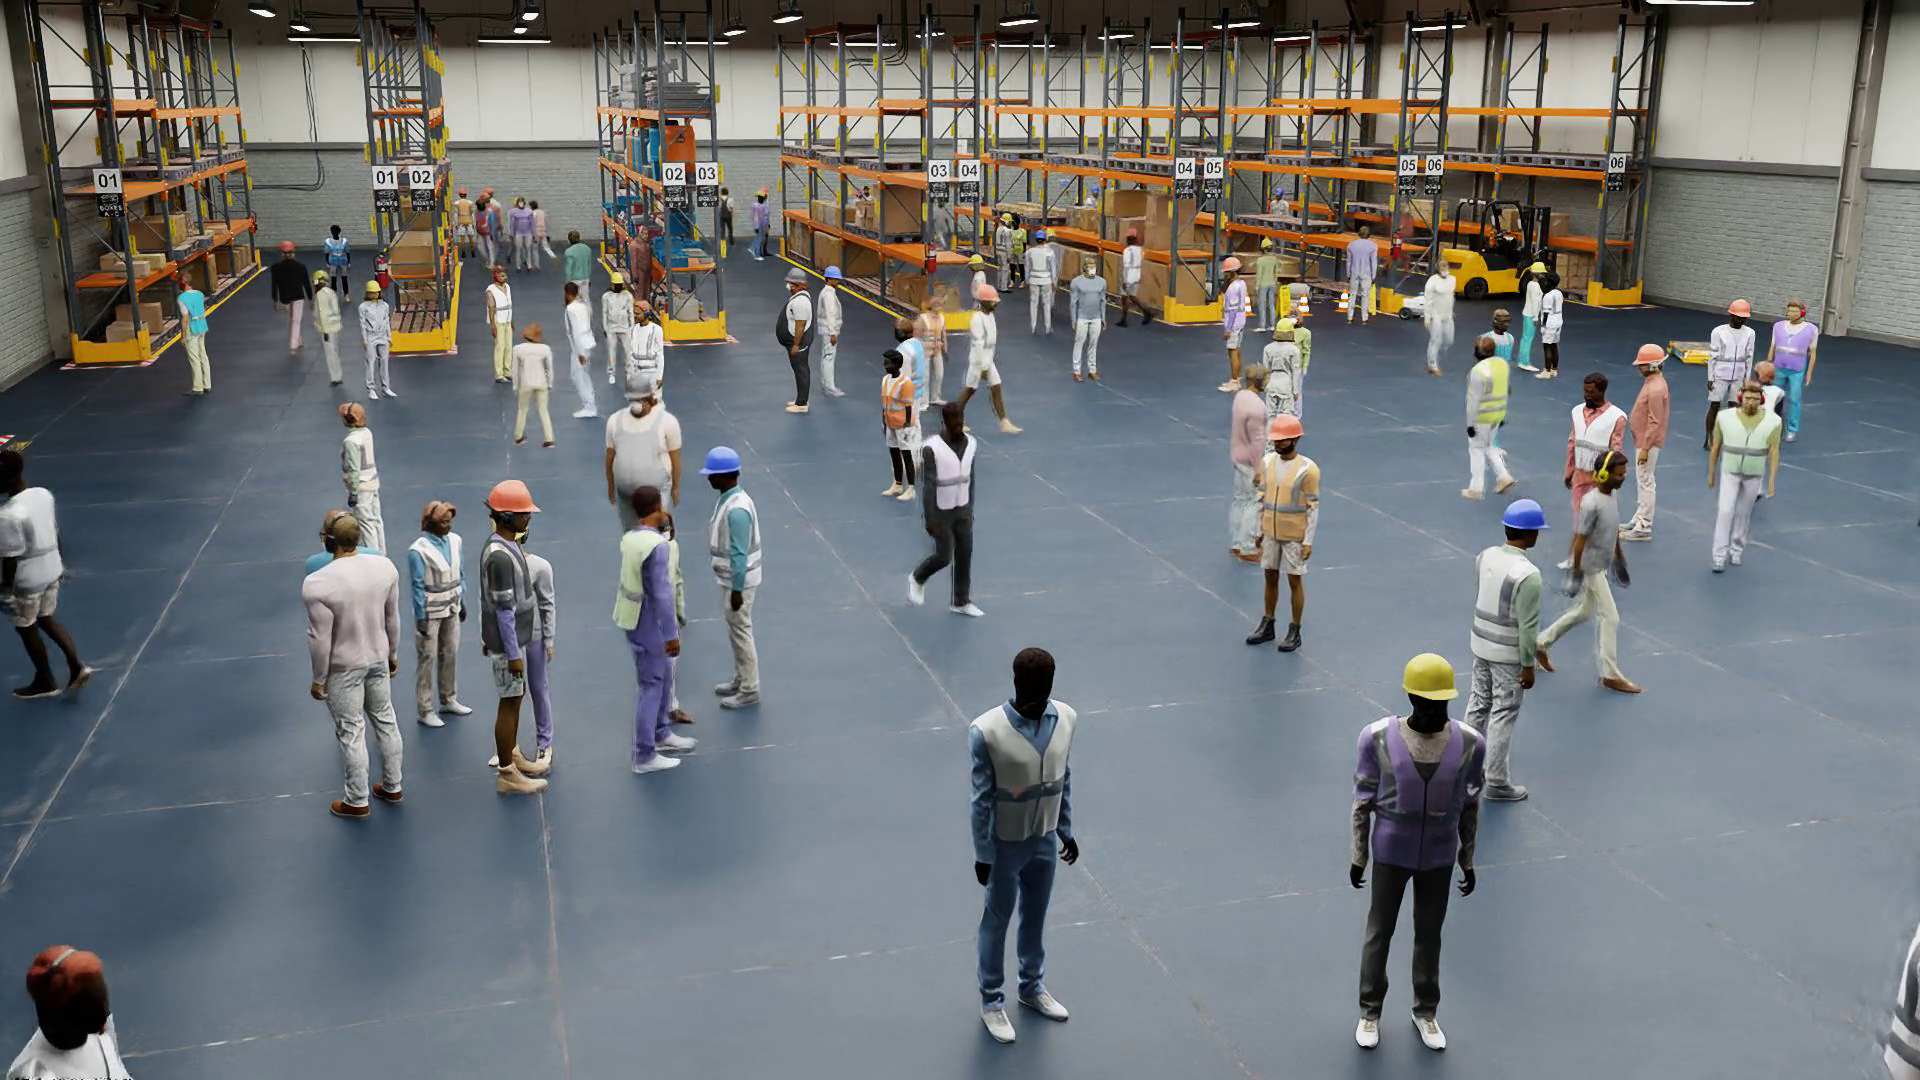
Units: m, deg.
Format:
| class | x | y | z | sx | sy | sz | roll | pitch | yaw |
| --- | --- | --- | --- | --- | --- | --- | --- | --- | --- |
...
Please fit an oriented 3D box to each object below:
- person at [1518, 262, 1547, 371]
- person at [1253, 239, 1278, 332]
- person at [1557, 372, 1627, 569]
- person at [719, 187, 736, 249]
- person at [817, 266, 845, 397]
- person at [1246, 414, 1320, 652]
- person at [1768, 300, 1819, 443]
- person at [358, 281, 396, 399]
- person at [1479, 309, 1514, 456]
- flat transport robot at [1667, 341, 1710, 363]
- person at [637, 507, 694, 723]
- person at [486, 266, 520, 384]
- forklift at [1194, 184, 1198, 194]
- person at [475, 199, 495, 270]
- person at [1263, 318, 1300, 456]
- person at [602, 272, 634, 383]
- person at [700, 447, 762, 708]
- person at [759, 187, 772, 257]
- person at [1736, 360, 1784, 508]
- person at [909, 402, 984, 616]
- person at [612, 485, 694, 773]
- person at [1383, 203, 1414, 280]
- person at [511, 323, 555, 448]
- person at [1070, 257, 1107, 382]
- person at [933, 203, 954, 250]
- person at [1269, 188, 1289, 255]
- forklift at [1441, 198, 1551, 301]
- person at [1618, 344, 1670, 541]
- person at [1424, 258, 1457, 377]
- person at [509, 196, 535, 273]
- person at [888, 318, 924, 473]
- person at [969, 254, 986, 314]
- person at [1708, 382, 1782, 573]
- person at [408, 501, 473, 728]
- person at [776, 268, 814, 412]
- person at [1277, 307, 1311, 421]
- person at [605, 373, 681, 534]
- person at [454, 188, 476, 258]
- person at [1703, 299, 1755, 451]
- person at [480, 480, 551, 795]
| class | x | y | z | sx | sy | sz | roll | pitch | yaw |
| --- | --- | --- | --- | --- | --- | --- | --- | --- | --- |
| person | 9.382 | -3.660 | 27.236 | 0.322 | 1.769 | 0.523 | 2 | 15 | 8 |
| person | 5.819 | -4.847 | 31.703 | 0.533 | 1.767 | 0.326 | -9 | 17 | -31 |
| person | 5.914 | -0.624 | 15.546 | 0.399 | 1.909 | 0.598 | -8 | 17 | -27 |
| person | -6.898 | -9.505 | 49.153 | 0.510 | 1.803 | 0.877 | 1 | 15 | 3 |
| person | -1.930 | -3.116 | 24.851 | 0.402 | 1.943 | 0.605 | -2 | 15 | -9 |
| person | 2.597 | -0.060 | 13.359 | 0.547 | 1.937 | 0.379 | 14 | 21 | 43 |
| person | 10.774 | -2.197 | 21.579 | 0.372 | 1.843 | 0.570 | -13 | 20 | -41 |
| person | -8.659 | -2.977 | 24.710 | 0.295 | 1.744 | 0.485 | 12 | 19 | 38 |
| person | 6.630 | -1.938 | 20.607 | 0.508 | 1.846 | 0.345 | -7 | 17 | -26 |
| flat transport robot | 12.595 | -3.220 | 28.445 | 0.652 | 0.197 | 1.431 | 3 | 15 | 11 |
| person | -2.110 | 0.553 | 11.655 | 0.294 | 1.624 | 0.503 | 9 | 17 | 30 |
| person | -7.178 | -3.364 | 26.006 | 0.411 | 1.830 | 0.574 | 4 | 15 | 15 |
| forklift | 7.392 | -11.333 | 53.972 | 1.873 | 2.768 | 1.129 | -4 | 15 | -15 |
| person | -12.336 | -7.952 | 43.274 | 0.648 | 1.822 | 0.441 | 6 | 16 | 21 |
| person | 3.965 | -1.865 | 20.524 | 0.487 | 1.744 | 0.312 | 11 | 19 | 36 |
| person | -5.330 | -3.309 | 25.982 | 0.496 | 1.736 | 0.326 | -3 | 15 | -12 |
| person | -1.656 | 0.267 | 12.139 | 0.422 | 1.935 | 0.621 | -4 | 15 | -15 |
| person | -5.519 | -8.937 | 46.792 | 0.392 | 1.929 | 0.545 | 10 | 18 | 33 |
| person | 8.603 | -1.118 | 17.940 | 0.533 | 1.624 | 0.419 | -2 | 15 | -7 |
| person | -0.130 | -0.276 | 14.265 | 0.642 | 1.891 | 0.605 | -14 | 20 | -42 |
| person | -2.050 | 0.579 | 11.073 | 0.492 | 1.877 | 0.634 | -6 | 16 | -22 |
| person | 10.869 | -7.374 | 41.006 | 0.651 | 1.879 | 0.832 | -7 | 16 | -24 |
| person | -5.456 | -1.973 | 21.239 | 0.534 | 1.591 | 0.552 | -4 | 15 | -15 |
| person | 2.023 | -3.473 | 26.200 | 0.627 | 1.941 | 0.371 | -6 | 16 | -20 |
| person | -0.443 | -8.145 | 43.979 | 0.772 | 1.835 | 0.508 | 7 | 17 | 26 |
| person | 8.799 | -8.738 | 45.992 | 0.605 | 1.951 | 0.383 | 13 | 20 | 41 |
| forklift | 11.913 | -6.508 | 37.130 | 2.313 | 2.155 | 1.214 | -4 | 15 | -15 |
| person | 6.897 | -0.984 | 16.741 | 0.387 | 1.989 | 0.608 | 5 | 16 | 19 |
| person | 7.642 | -3.546 | 26.555 | 0.653 | 1.904 | 0.466 | -8 | 17 | -27 |
| person | -11.156 | -7.788 | 42.440 | 0.635 | 1.937 | 0.352 | -6 | 16 | -23 |
| person | -0.647 | -1.717 | 19.783 | 0.429 | 1.840 | 0.629 | 4 | 15 | 15 |
| person | 0.312 | -4.072 | 28.832 | 0.323 | 1.741 | 0.491 | 2 | 15 | 6 |
| person | 7.336 | -0.583 | 15.582 | 0.568 | 1.801 | 0.870 | 5 | 16 | 19 |
| person | -3.692 | 0.514 | 11.809 | 0.323 | 1.627 | 0.523 | 6 | 16 | 23 |
| person | -2.345 | -2.846 | 23.645 | 0.538 | 2.000 | 0.683 | 0 | 15 | -1 |
| person | 4.476 | -2.332 | 22.486 | 0.498 | 1.636 | 0.282 | 9 | 17 | 30 |
| person | -2.845 | -0.551 | 15.012 | 0.689 | 2.000 | 0.875 | 3 | 15 | 10 |
| person | -13.851 | -8.869 | 46.516 | 0.547 | 1.934 | 0.375 | -5 | 16 | -19 |
| person | 9.684 | -2.061 | 20.912 | 0.543 | 1.929 | 0.386 | 1 | 15 | 3 |
| person | -2.841 | 0.618 | 10.633 | 0.406 | 2.035 | 0.609 | -3 | 15 | -11 |
